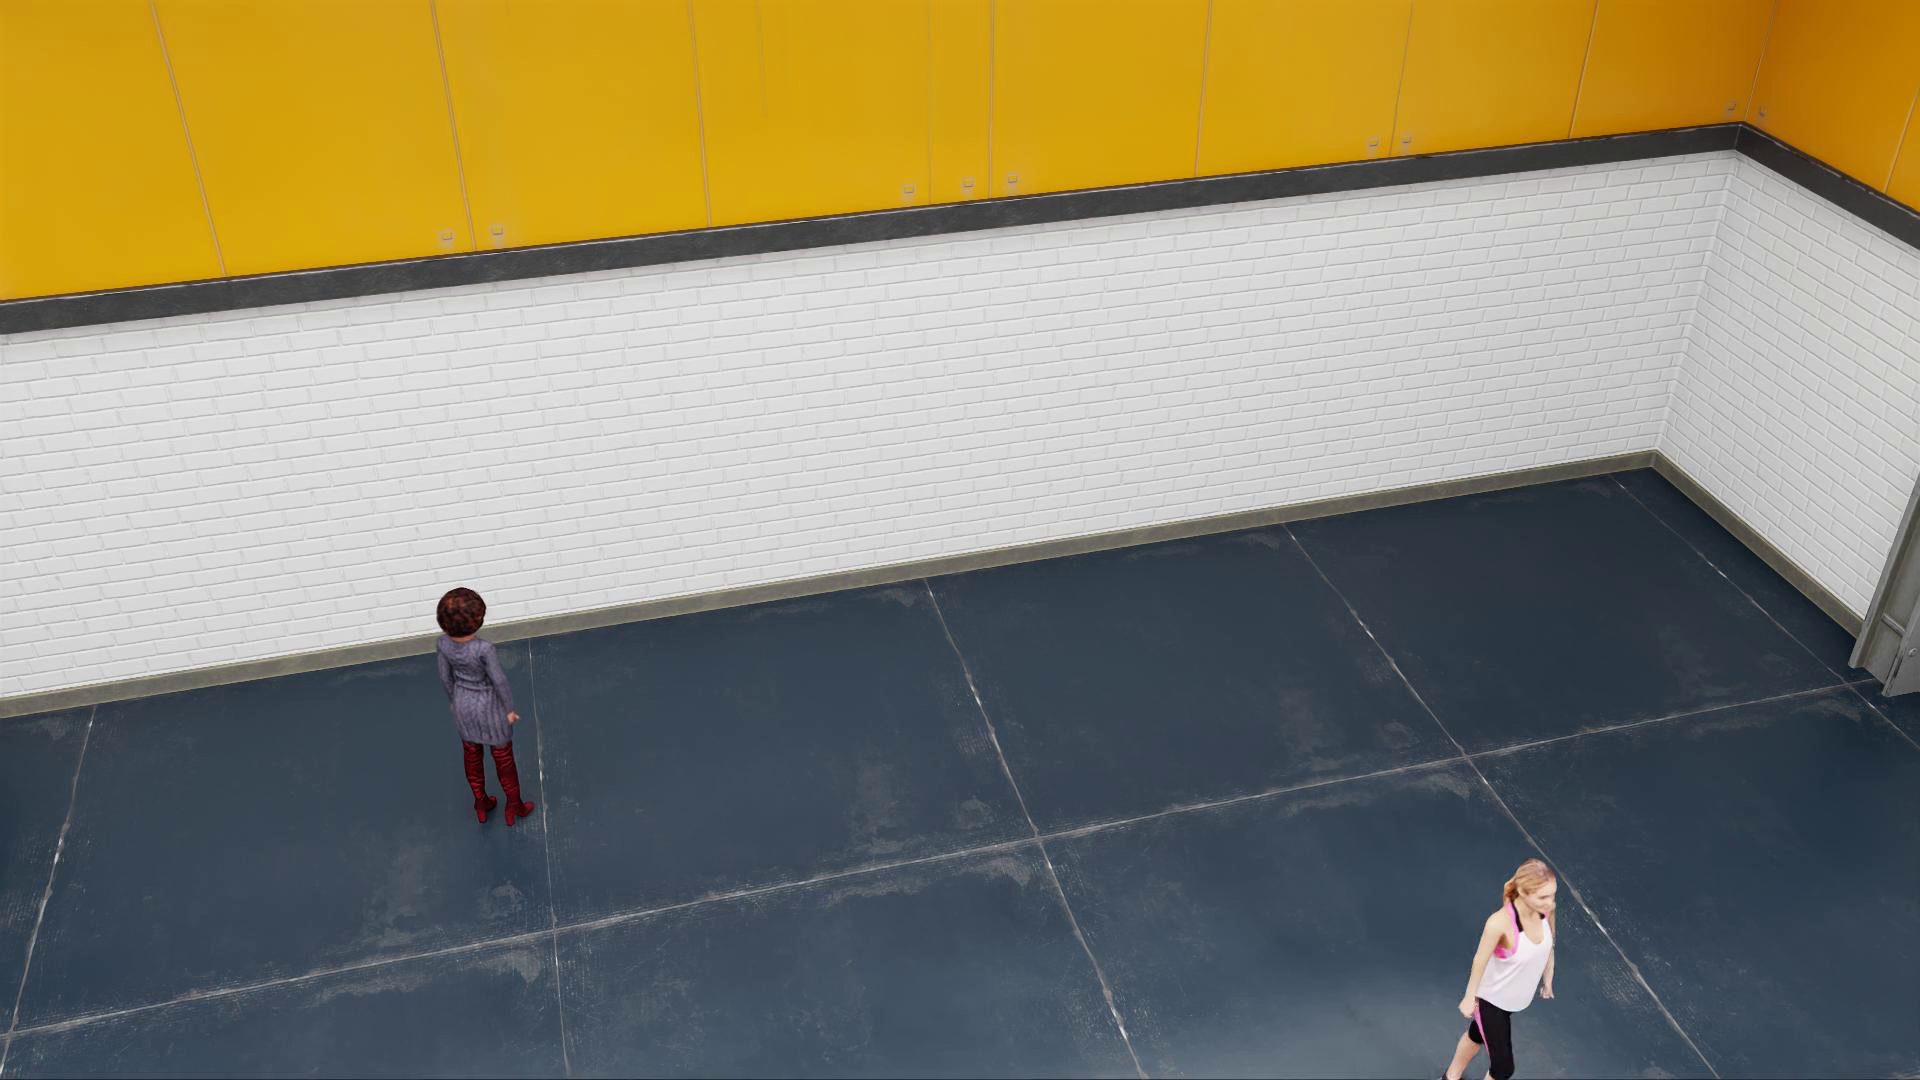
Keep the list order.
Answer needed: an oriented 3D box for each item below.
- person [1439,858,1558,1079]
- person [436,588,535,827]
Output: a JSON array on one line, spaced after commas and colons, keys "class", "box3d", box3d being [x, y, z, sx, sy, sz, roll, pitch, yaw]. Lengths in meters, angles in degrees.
[{"class": "person", "box3d": [2.654, 2.218, 8.374, 0.775, 1.773, 0.912, -19, 38, -27]}, {"class": "person", "box3d": [-2.947, 1.042, 10.198, 0.662, 1.713, 0.675, 9, 35, 13]}]
